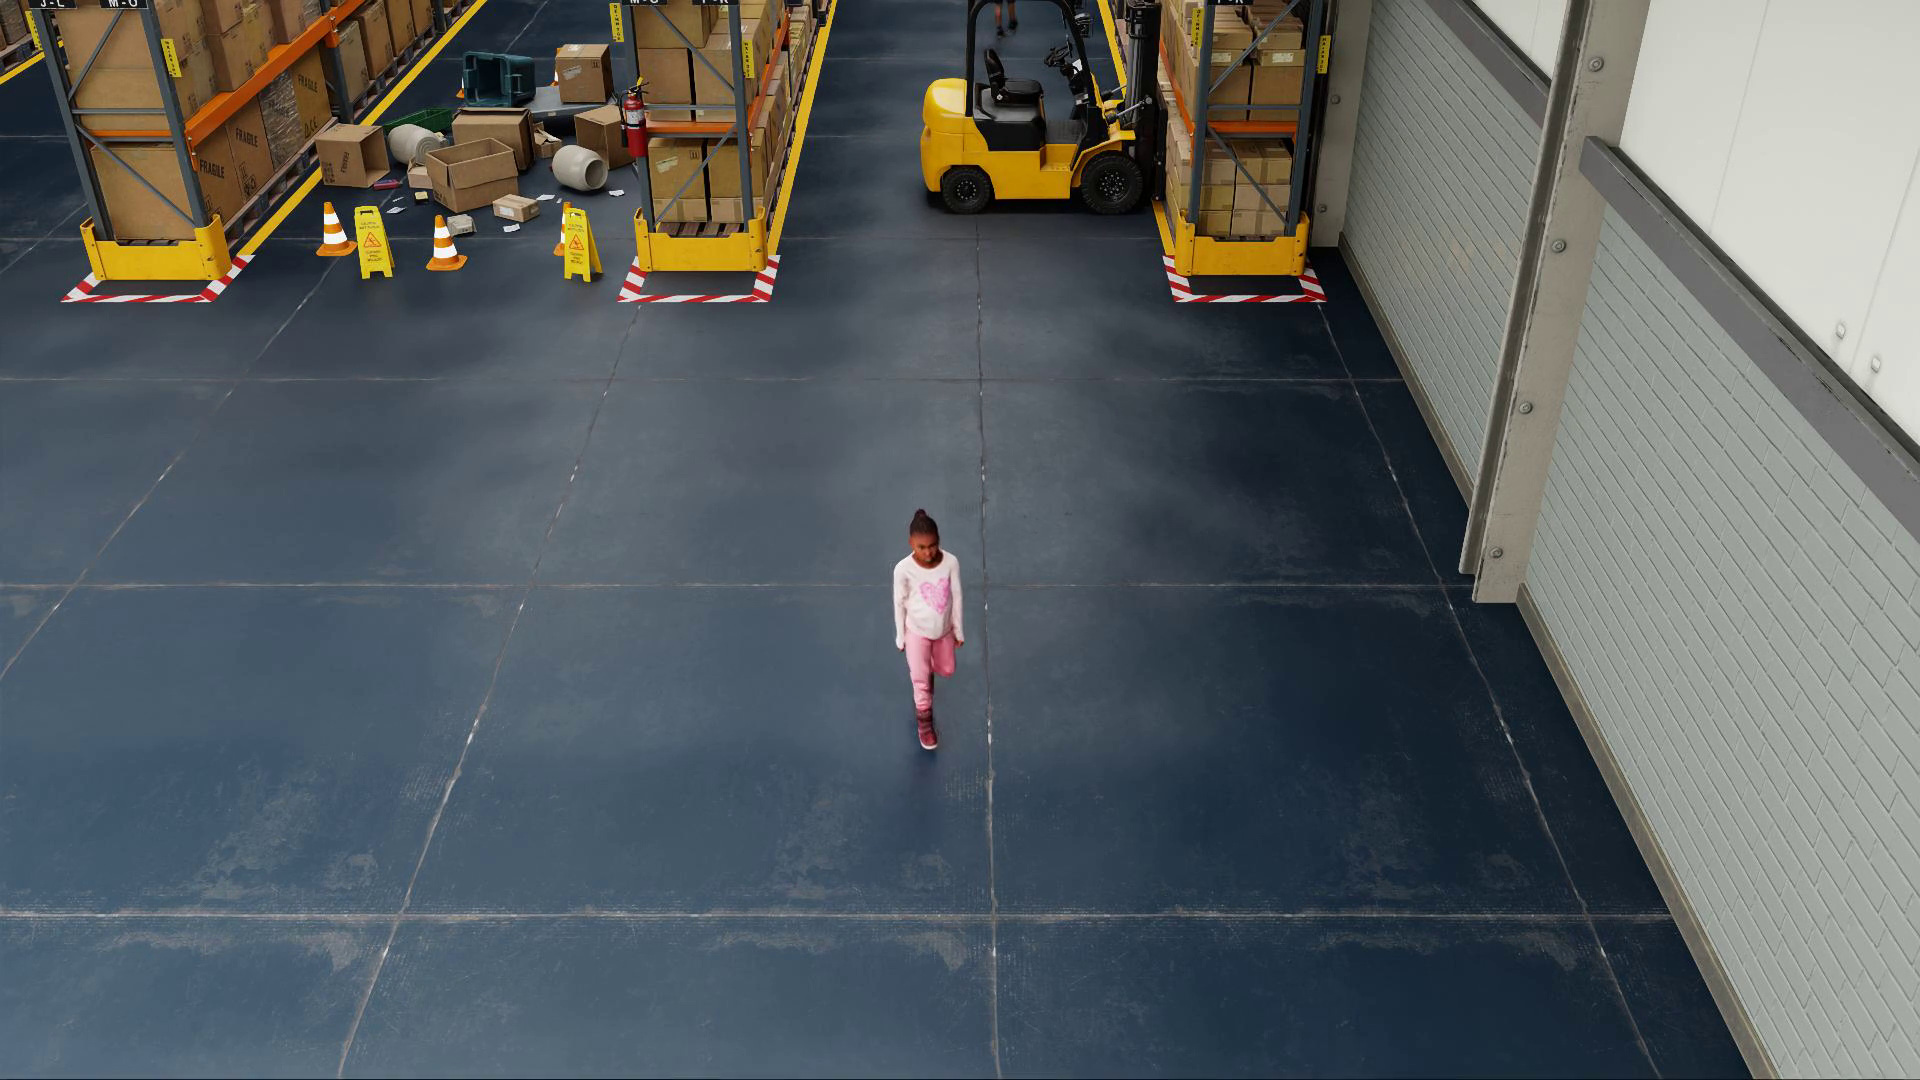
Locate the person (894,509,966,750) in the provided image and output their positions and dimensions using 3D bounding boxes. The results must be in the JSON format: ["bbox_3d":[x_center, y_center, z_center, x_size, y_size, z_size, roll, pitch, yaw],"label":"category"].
[{"bbox_3d":[-0.189,0.445,9.359,0.696,1.431,0.896,-9,33,-14],"label":"person"}]

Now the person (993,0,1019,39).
[{"bbox_3d":[0.550,-7.236,21.536,0.646,1.430,0.851,7,33,11],"label":"person"}]
